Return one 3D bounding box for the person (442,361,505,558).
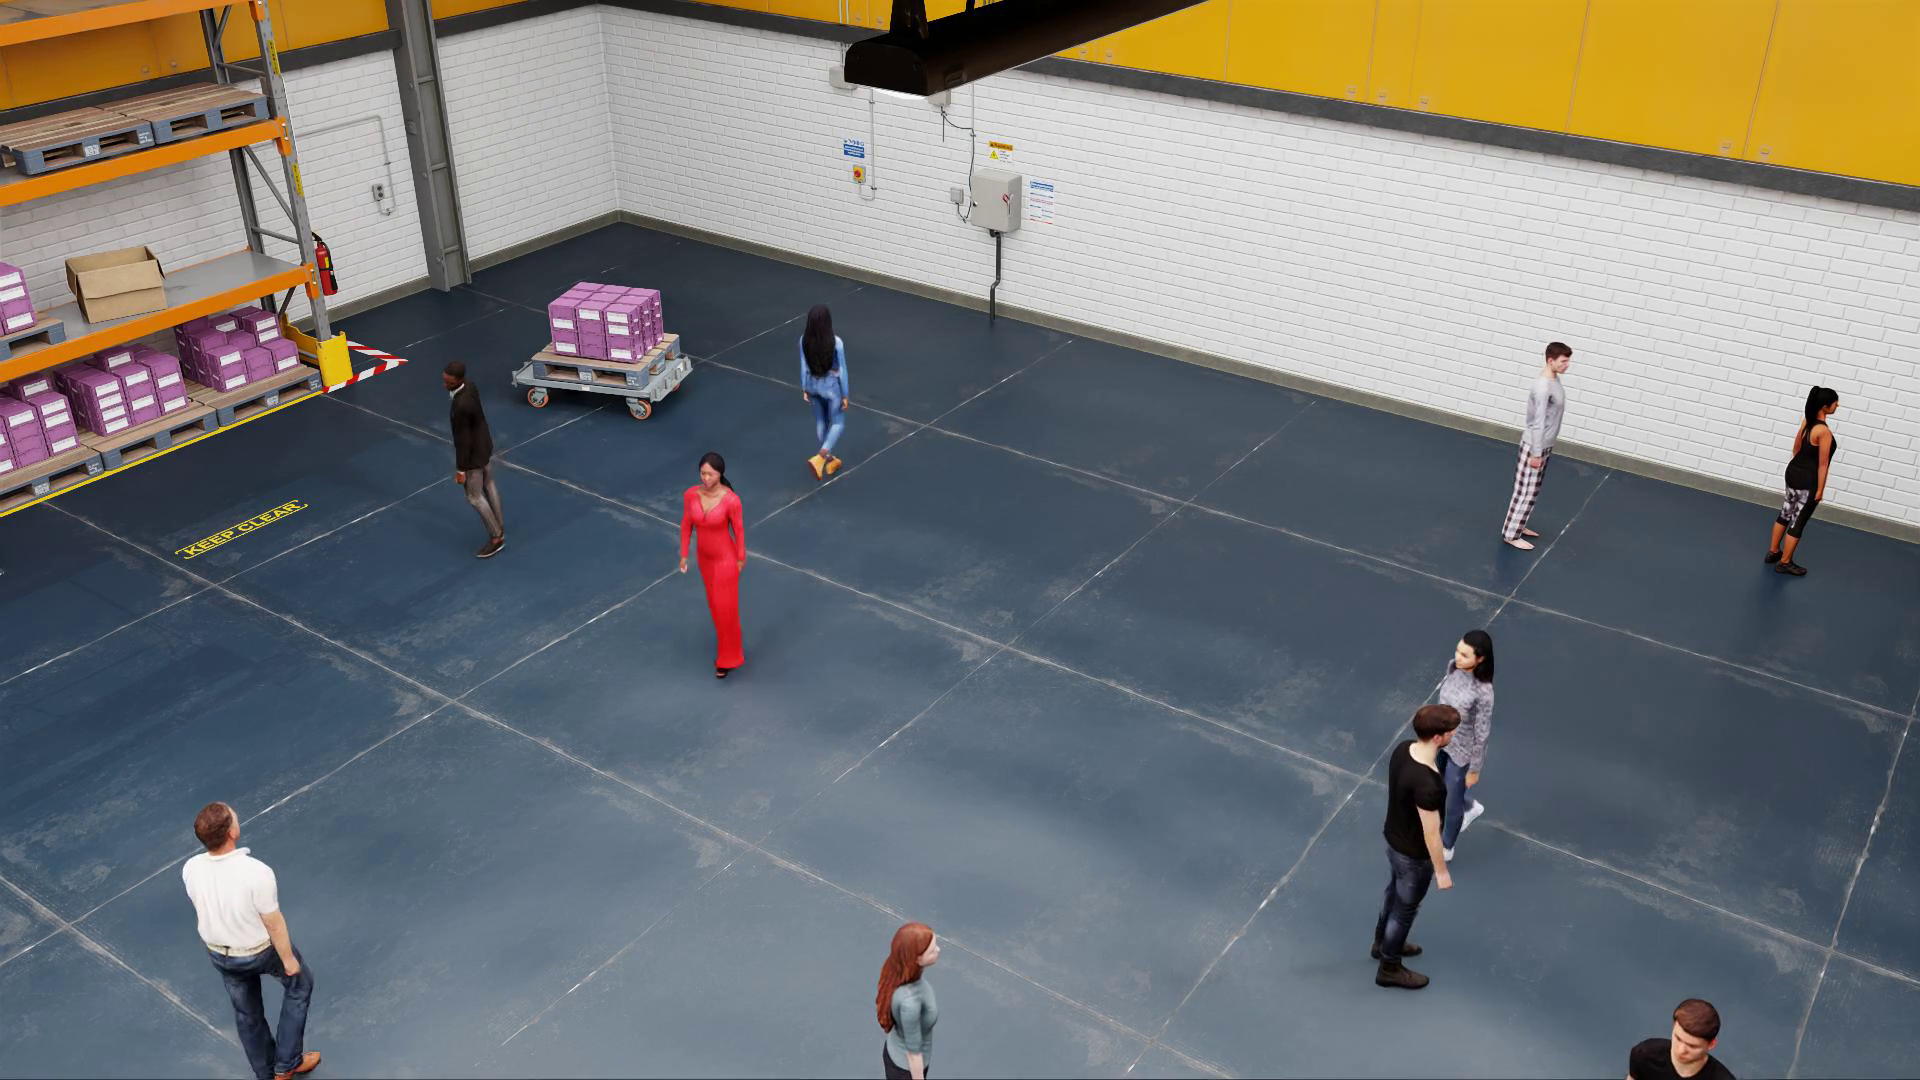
[{"bbox_3d":[-4.091,-0.761,14.148,0.897,1.778,0.786,4,29,8],"label":"person"}]

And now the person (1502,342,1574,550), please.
[{"bbox_3d":[4.931,-0.829,14.202,0.712,1.847,0.510,15,32,25],"label":"person"}]

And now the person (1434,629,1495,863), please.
[{"bbox_3d":[3.201,1.289,10.450,0.900,1.720,0.827,-10,30,-18],"label":"person"}]

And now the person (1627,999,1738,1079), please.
[{"bbox_3d":[3.263,2.792,7.573,0.688,1.836,1.189,20,34,32],"label":"person"}]

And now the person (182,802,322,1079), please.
[{"bbox_3d":[-3.750,2.206,8.637,0.785,1.848,0.788,6,29,10],"label":"person"}]

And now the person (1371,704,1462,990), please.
[{"bbox_3d":[2.529,1.744,9.437,0.856,1.893,0.763,0,29,0],"label":"person"}]

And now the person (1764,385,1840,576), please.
[{"bbox_3d":[7.019,-0.513,13.814,0.717,1.662,0.633,-2,29,-3],"label":"person"}]

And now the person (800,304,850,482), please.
[{"bbox_3d":[-1.265,-1.308,15.236,0.765,1.697,0.990,10,30,17],"label":"person"}]

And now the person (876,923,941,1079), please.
[{"bbox_3d":[-0.249,2.555,8.106,0.719,1.742,0.649,-3,29,-6],"label":"person"}]

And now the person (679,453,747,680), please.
[{"bbox_3d":[-1.783,0.115,12.555,0.723,1.767,0.914,12,31,20],"label":"person"}]
